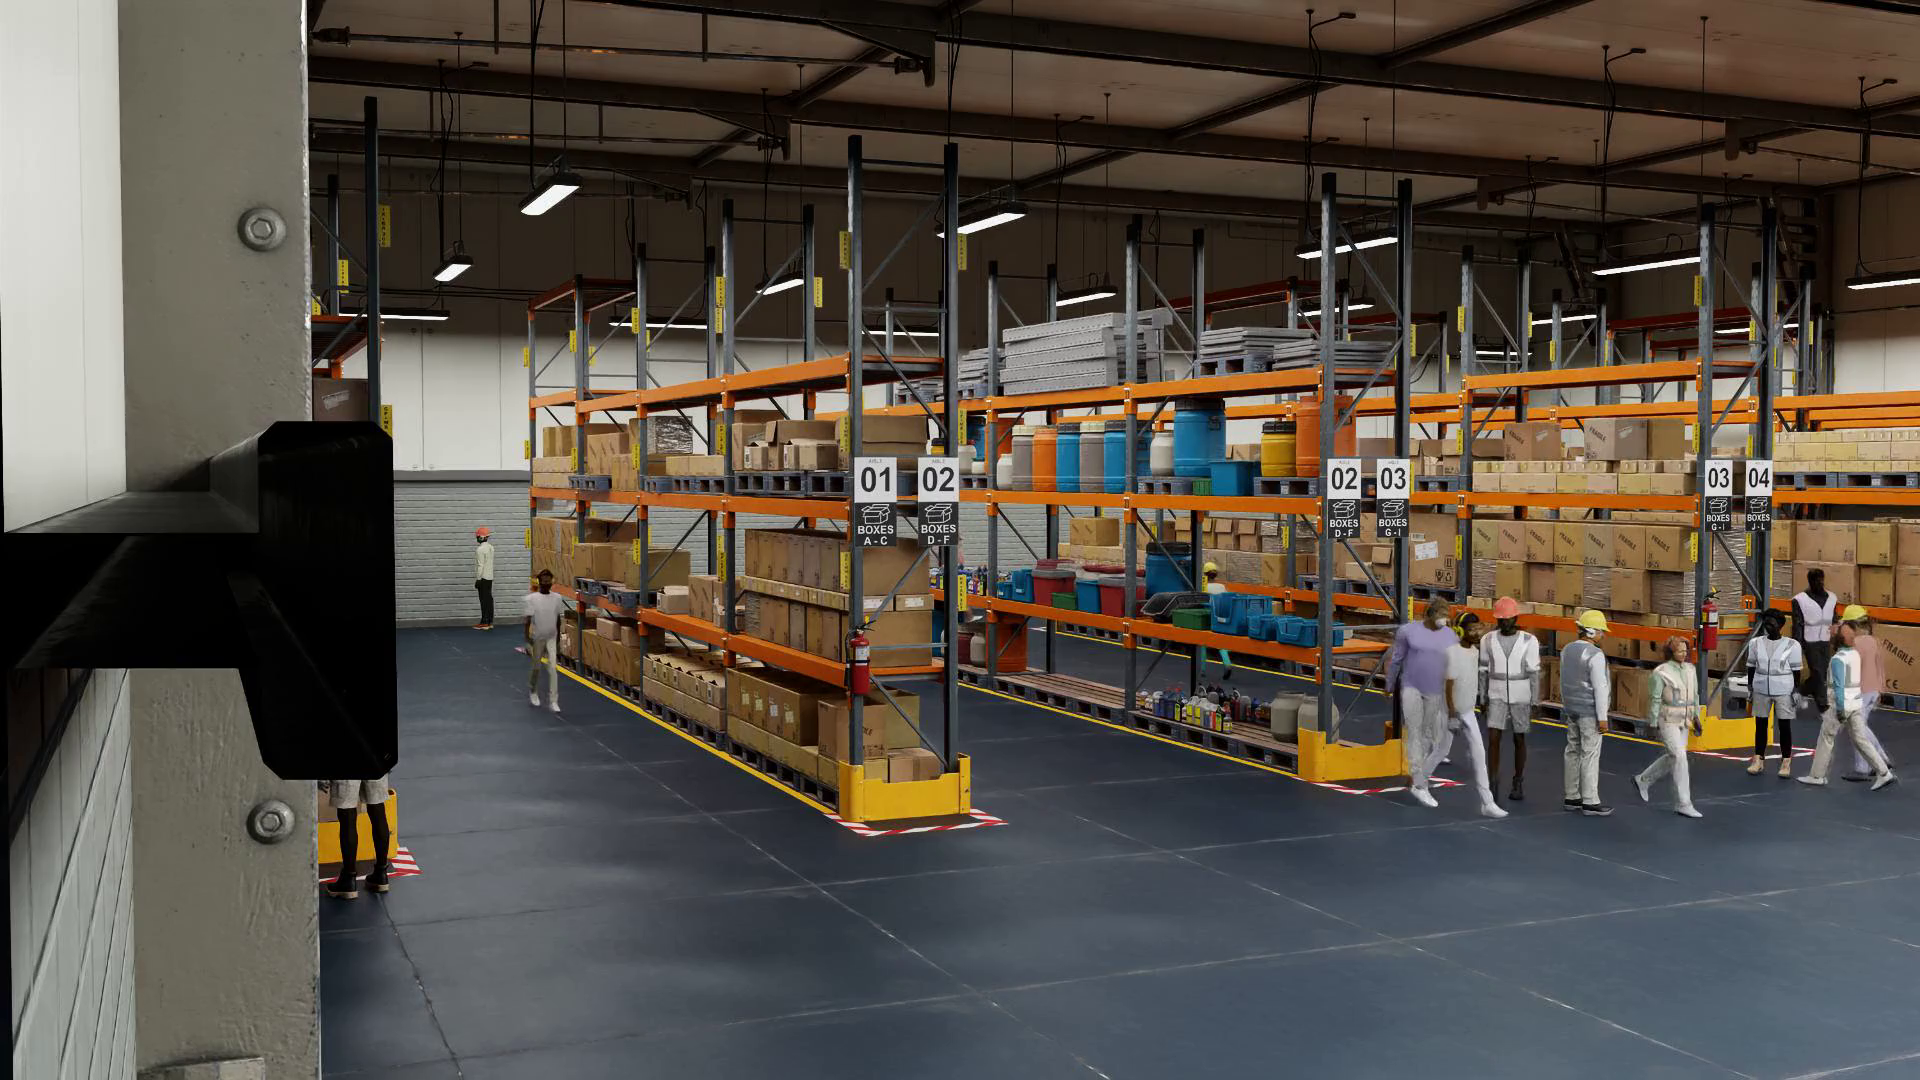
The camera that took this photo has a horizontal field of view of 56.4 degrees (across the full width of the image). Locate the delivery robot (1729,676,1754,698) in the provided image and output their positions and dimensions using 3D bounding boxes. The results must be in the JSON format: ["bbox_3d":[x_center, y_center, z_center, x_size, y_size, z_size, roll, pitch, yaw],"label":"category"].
[{"bbox_3d":[10.217,1.882,22.889,0.477,0.478,0.707,-2,3,-40],"label":"delivery robot"}]

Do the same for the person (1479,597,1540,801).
[{"bbox_3d":[5.088,1.484,16.625,0.567,1.902,0.831,1,2,24],"label":"person"}]

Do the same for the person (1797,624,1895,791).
[{"bbox_3d":[8.582,1.603,17.295,0.513,1.601,0.834,-2,3,-41],"label":"person"}]

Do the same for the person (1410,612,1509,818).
[{"bbox_3d":[4.485,1.547,16.191,0.519,1.822,0.999,-2,3,-36],"label":"person"}]

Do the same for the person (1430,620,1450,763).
[{"bbox_3d":[5.040,1.534,19.076,0.506,1.604,0.666,-1,2,-19],"label":"person"}]

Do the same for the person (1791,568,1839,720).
[{"bbox_3d":[10.616,1.278,22.336,0.644,1.881,0.790,0,2,-11],"label":"person"}]

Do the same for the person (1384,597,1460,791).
[{"bbox_3d":[4.425,1.479,17.070,0.704,1.875,0.937,0,2,5],"label":"person"}]

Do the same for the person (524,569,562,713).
[{"bbox_3d":[-5.403,1.275,23.175,0.529,1.837,0.971,-1,2,-28],"label":"person"}]

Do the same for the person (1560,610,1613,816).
[{"bbox_3d":[5.651,1.542,16.130,0.403,1.821,0.596,-1,2,-14],"label":"person"}]

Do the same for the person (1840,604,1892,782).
[{"bbox_3d":[8.925,1.515,17.781,0.561,1.748,0.413,-2,3,-37],"label":"person"}]

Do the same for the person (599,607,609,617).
[{"bbox_3d":[-6.288,0.923,31.490,0.524,1.885,0.686,1,2,13],"label":"person"}]

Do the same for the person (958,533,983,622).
[{"bbox_3d":[-0.028,0.780,35.642,1.003,1.854,0.646,0,2,-12],"label":"person"}]

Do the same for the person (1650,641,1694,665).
[{"bbox_3d":[8.951,1.295,22.204,0.723,1.853,0.861,1,2,17],"label":"person"}]

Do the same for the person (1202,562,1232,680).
[{"bbox_3d":[3.768,1.190,26.557,0.534,1.732,0.855,-1,2,-23],"label":"person"}]

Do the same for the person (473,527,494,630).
[{"bbox_3d":[-9.274,0.737,34.890,0.375,1.997,0.612,0,2,7],"label":"person"}]

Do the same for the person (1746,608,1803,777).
[{"bbox_3d":[8.190,1.530,18.044,0.540,1.695,0.318,2,3,43],"label":"person"}]

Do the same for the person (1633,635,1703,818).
[{"bbox_3d":[6.381,1.647,16.152,0.519,1.610,0.758,-1,3,-31],"label":"person"}]

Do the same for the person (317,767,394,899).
[{"bbox_3d":[-4.381,1.590,13.004,0.368,1.967,0.600,2,3,41],"label":"person"}]
